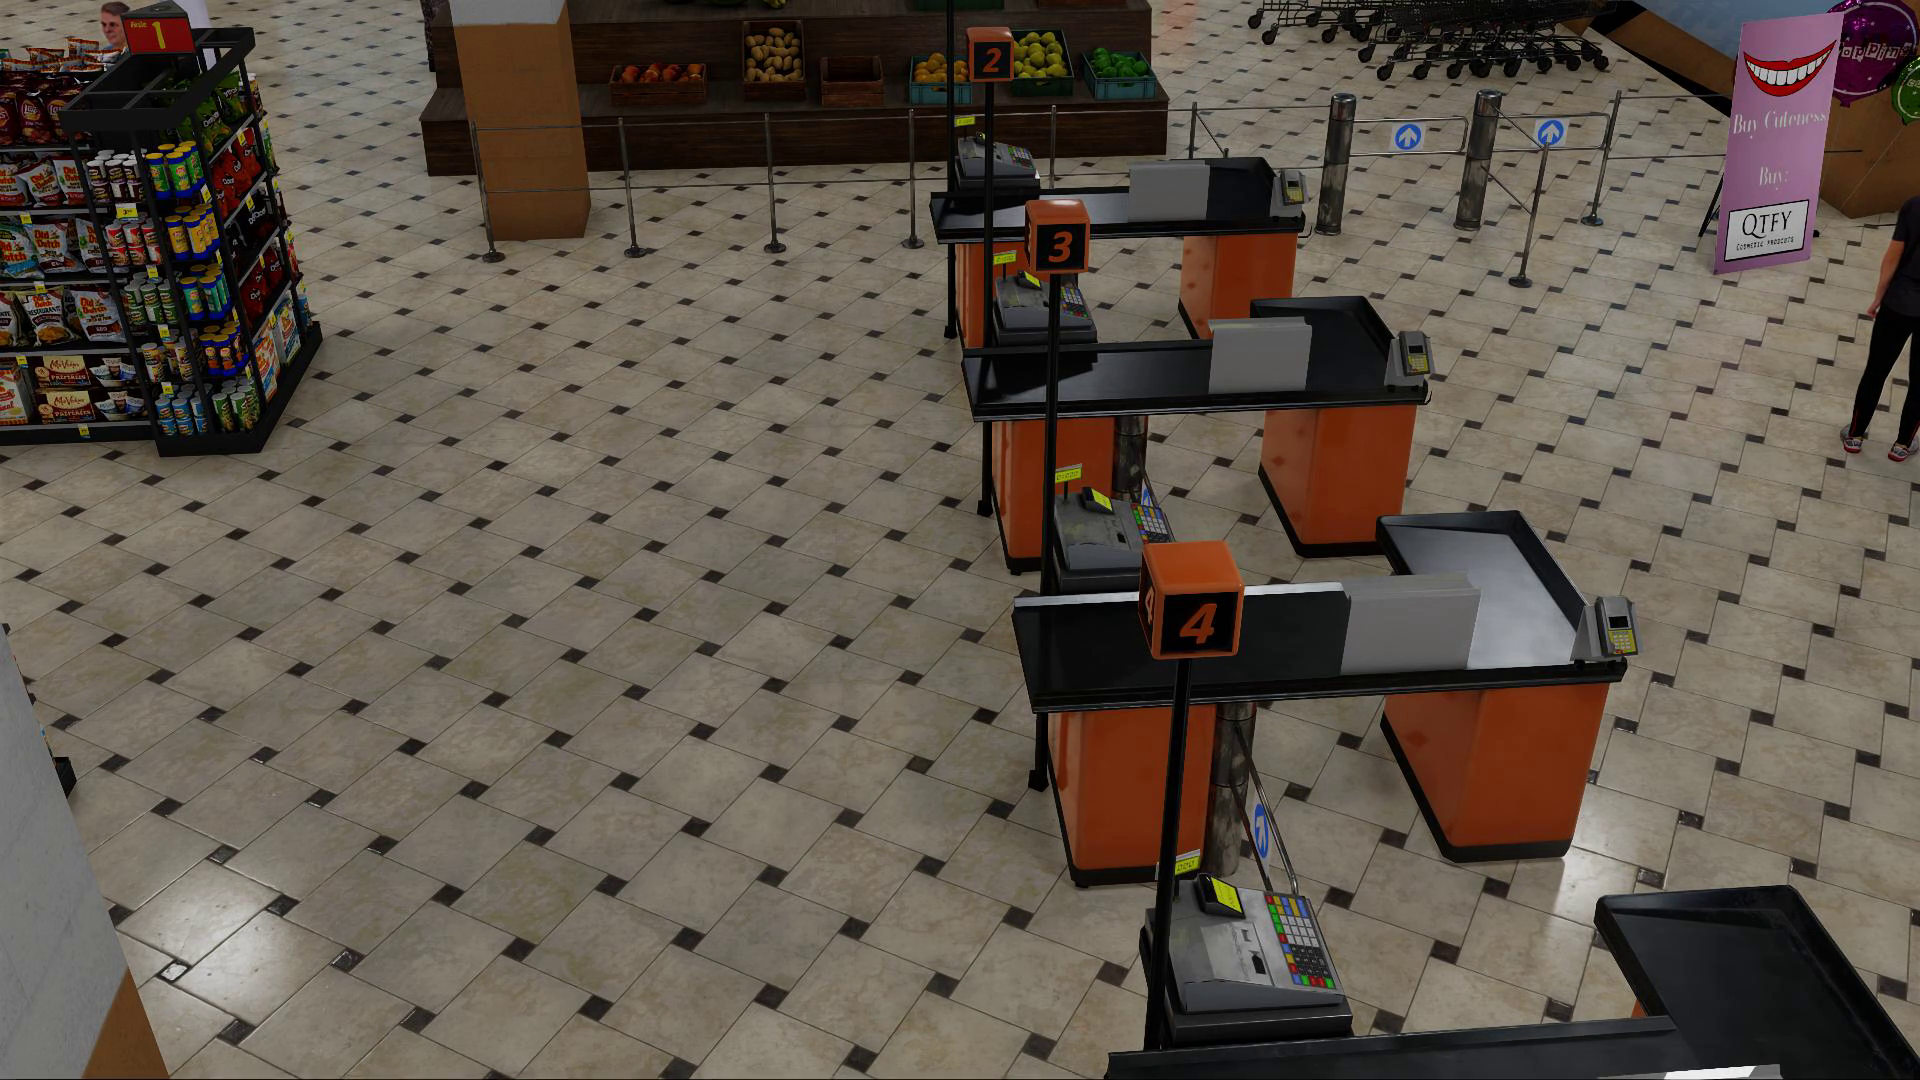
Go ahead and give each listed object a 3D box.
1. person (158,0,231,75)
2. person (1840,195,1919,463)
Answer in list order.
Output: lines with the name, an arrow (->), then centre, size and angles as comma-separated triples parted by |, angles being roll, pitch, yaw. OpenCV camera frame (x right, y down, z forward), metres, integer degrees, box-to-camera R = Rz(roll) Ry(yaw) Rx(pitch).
person -> -7.169, -5.213, 15.216 | 0.847, 1.926, 0.810 | -26, 40, -35
person -> 5.208, -1.271, 9.034 | 0.686, 1.764, 0.777 | 18, 36, 27
